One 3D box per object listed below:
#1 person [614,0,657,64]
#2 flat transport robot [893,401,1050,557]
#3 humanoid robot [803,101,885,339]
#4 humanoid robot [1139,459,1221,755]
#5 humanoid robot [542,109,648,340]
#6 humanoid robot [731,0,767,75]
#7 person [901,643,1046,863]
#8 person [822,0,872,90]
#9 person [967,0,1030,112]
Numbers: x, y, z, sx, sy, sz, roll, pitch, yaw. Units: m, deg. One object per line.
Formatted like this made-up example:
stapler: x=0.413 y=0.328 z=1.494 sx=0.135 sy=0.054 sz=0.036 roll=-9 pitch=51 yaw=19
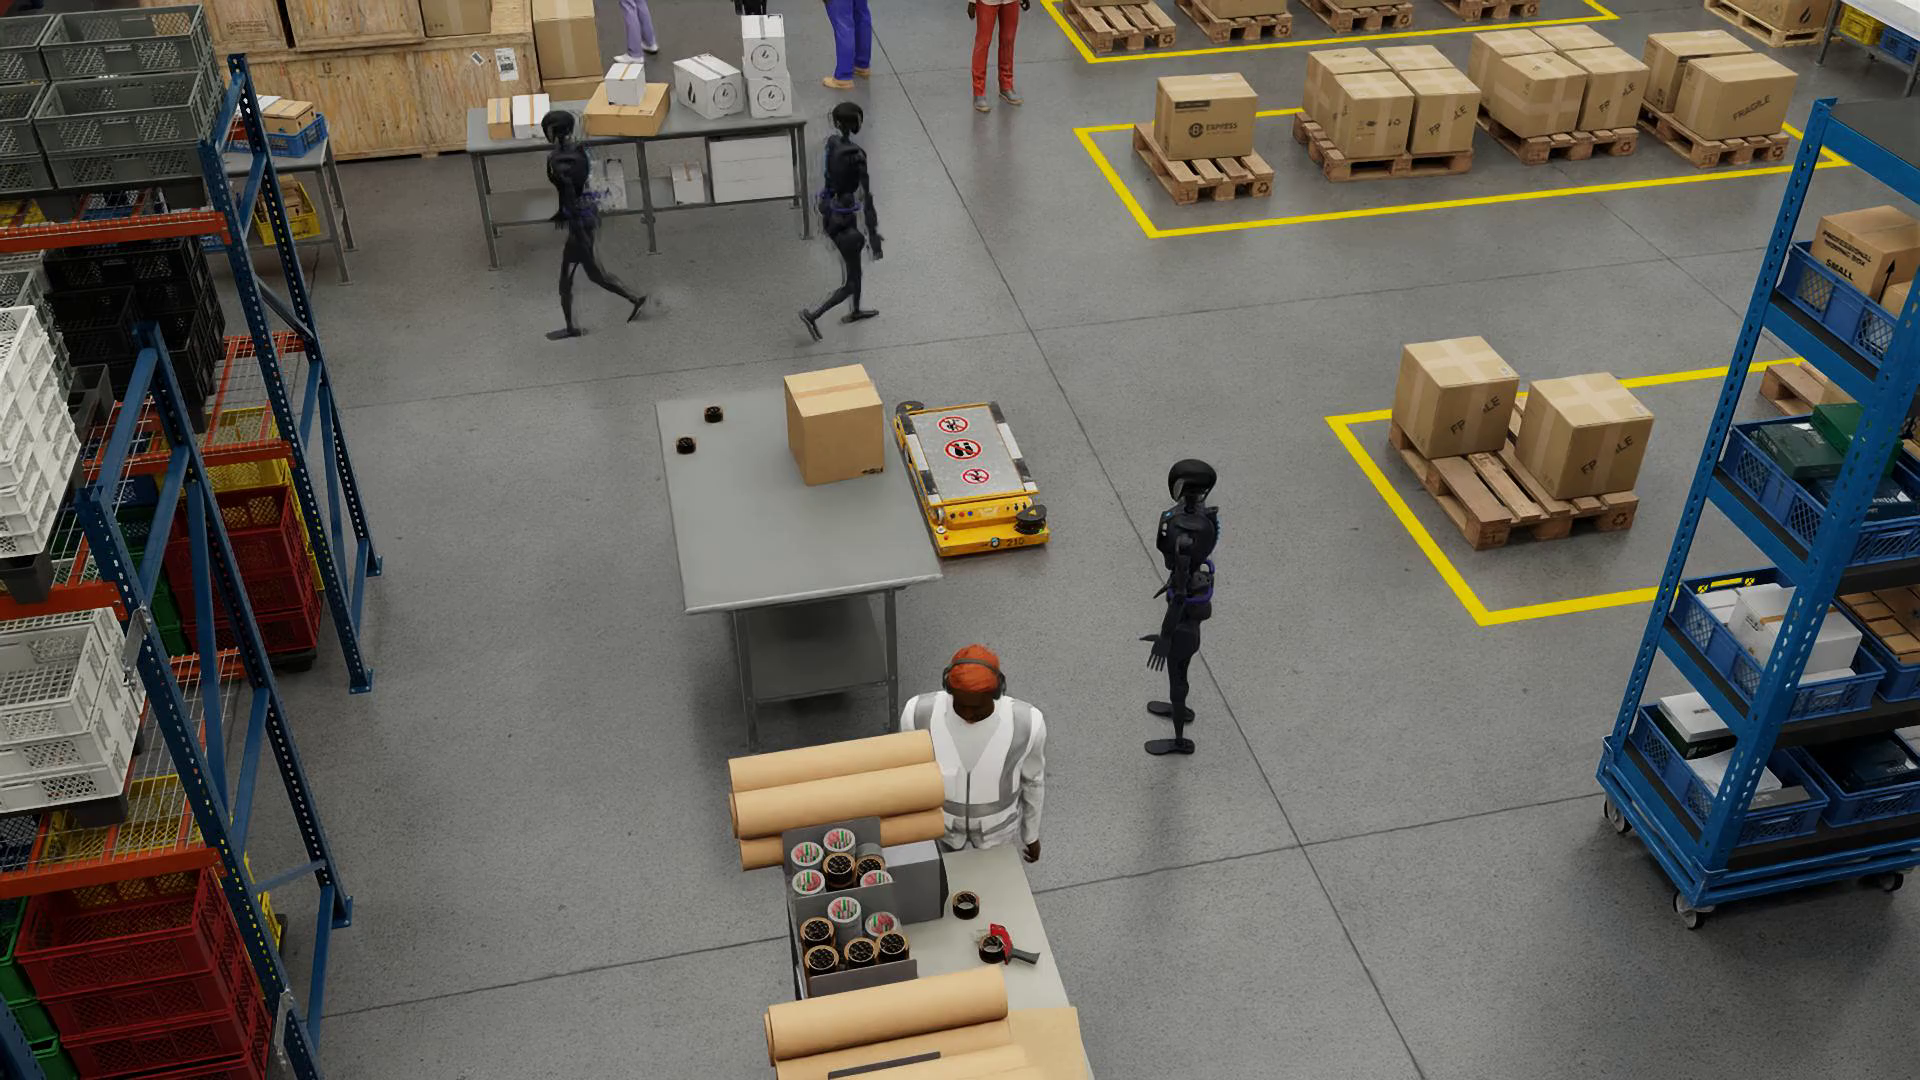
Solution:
person: x=-3.120 y=-5.370 z=15.396 sx=0.387 sy=1.916 sz=0.600 roll=16 pitch=40 yaw=20
flat transport robot: x=0.046 y=-0.430 z=10.108 sx=0.652 sy=0.197 sz=1.431 roll=-8 pitch=37 yaw=-10
humanoid robot: x=-0.826 y=-2.155 z=11.284 sx=0.575 sy=1.640 sz=0.568 roll=-16 pitch=39 yaw=-20
humanoid robot: x=1.038 y=0.309 z=7.945 sx=0.330 sy=1.660 sz=0.584 roll=6 pitch=37 yaw=8
humanoid robot: x=-2.556 y=-2.161 z=11.301 sx=0.668 sy=1.636 sz=0.577 roll=-4 pitch=37 yaw=-5
humanoid robot: x=-1.919 y=-5.096 z=15.220 sx=0.340 sy=1.655 sz=0.581 roll=9 pitch=38 yaw=12
person: x=0.044 y=1.150 z=6.664 sx=0.573 sy=1.873 sz=0.361 roll=3 pitch=37 yaw=4
person: x=-1.078 y=-5.088 z=14.909 sx=0.537 sy=2.000 sz=0.678 roll=19 pitch=41 yaw=24
person: x=0.339 y=-4.748 z=14.490 sx=0.620 sy=1.992 sz=0.393 roll=-17 pitch=40 yaw=-21
